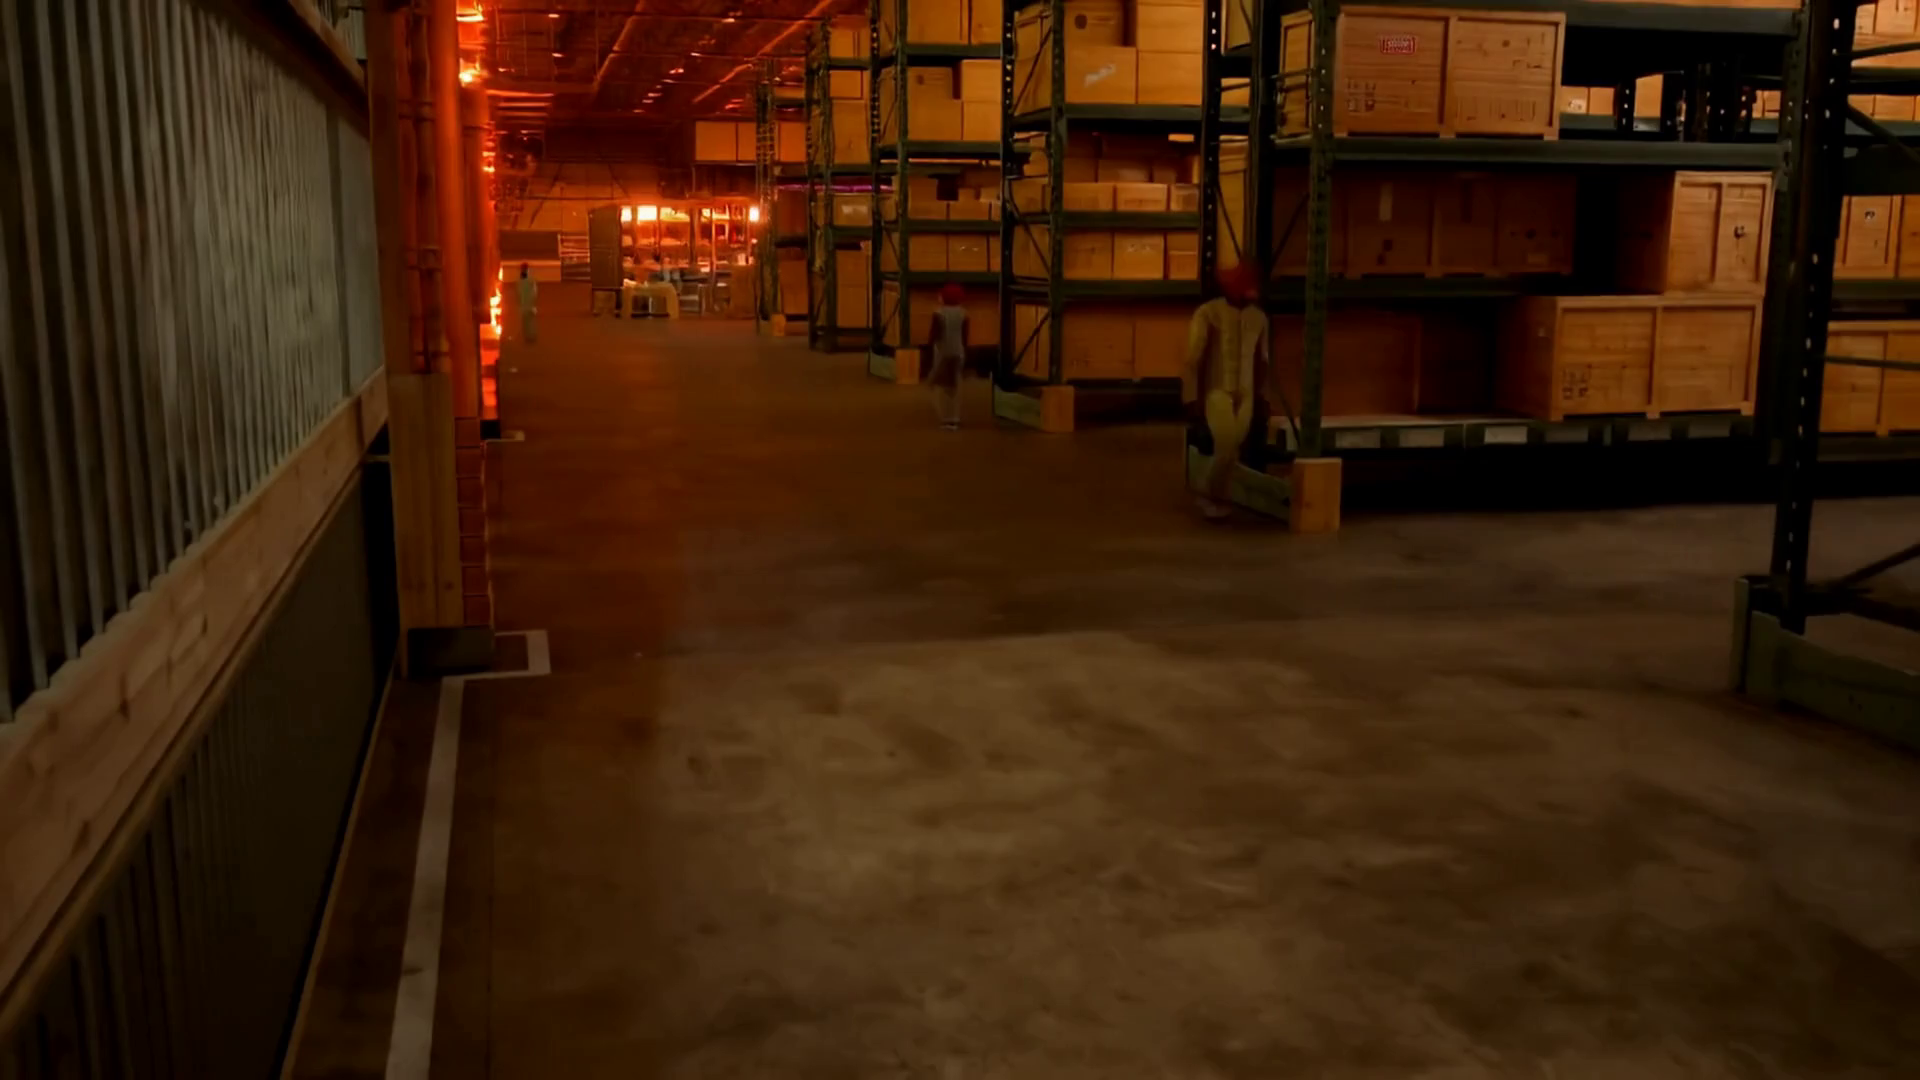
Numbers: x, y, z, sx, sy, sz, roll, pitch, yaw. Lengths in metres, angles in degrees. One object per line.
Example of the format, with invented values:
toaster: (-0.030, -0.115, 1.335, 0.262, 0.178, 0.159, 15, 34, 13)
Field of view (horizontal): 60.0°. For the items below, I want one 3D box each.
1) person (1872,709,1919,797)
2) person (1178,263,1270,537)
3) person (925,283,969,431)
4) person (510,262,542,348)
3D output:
person: (3.505, 0.114, 5.504, 0.606, 1.895, 0.708, -5, 11, -25)
person: (1.916, -0.966, 11.616, 0.695, 1.900, 0.652, -5, 11, -28)
person: (-0.163, -2.013, 18.313, 0.546, 1.617, 0.590, -7, 12, -35)
person: (-8.765, -4.749, 33.571, 0.571, 1.713, 0.829, 9, 13, 40)
